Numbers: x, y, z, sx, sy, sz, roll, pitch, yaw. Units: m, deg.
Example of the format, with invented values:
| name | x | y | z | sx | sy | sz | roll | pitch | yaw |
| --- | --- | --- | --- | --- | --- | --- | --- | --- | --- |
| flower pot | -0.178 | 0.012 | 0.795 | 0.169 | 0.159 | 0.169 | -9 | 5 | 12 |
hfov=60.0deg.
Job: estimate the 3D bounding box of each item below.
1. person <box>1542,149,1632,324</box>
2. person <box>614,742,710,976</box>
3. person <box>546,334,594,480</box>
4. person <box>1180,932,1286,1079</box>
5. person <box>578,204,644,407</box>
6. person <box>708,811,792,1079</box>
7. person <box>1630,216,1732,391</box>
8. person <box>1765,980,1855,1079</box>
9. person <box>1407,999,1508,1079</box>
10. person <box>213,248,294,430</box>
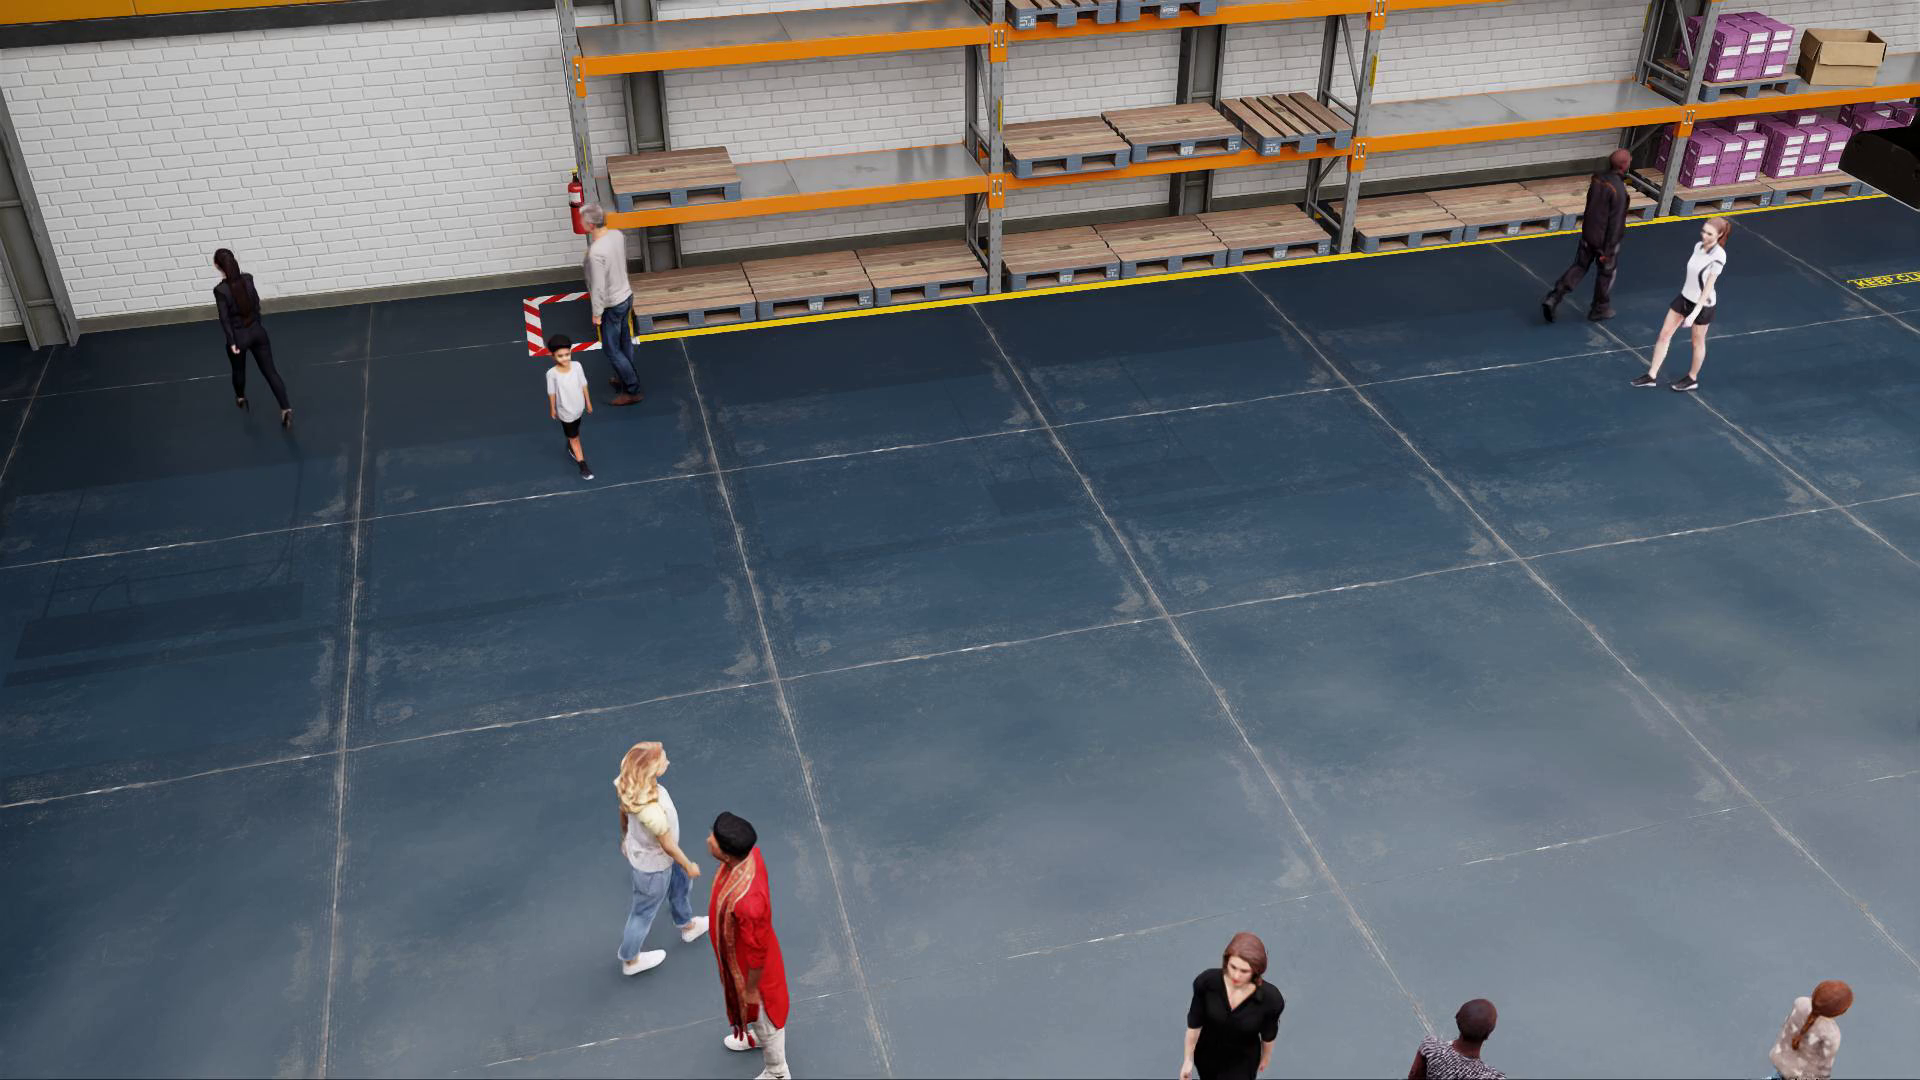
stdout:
| name | x | y | z | sx | sy | sz | roll | pitch | yaw |
| --- | --- | --- | --- | --- | --- | --- | --- | --- | --- |
| person | 6.207 | -2.965 | 16.356 | 1.167 | 1.805 | 0.799 | -14 | 36 | -20 |
| person | -1.799 | 1.832 | 9.239 | 0.968 | 1.693 | 0.770 | -19 | 38 | -26 |
| person | -3.347 | -1.192 | 14.206 | 0.862 | 1.230 | 0.719 | -19 | 38 | -26 |
| person | 1.340 | 2.502 | 8.252 | 1.052 | 1.670 | 1.068 | 15 | 36 | 21 |
| person | -3.141 | -2.139 | 15.021 | 0.891 | 1.906 | 0.882 | 11 | 35 | 16 |
| person | -1.070 | 2.122 | 8.635 | 0.589 | 1.880 | 0.676 | -7 | 34 | -11 |
| person | 6.797 | -2.135 | 15.177 | 0.884 | 1.726 | 0.598 | -11 | 35 | -16 |
| person | 4.223 | 2.657 | 8.456 | 0.682 | 1.185 | 0.493 | -9 | 35 | -14 |
| person | 2.182 | 2.852 | 7.658 | 0.997 | 1.745 | 1.219 | 29 | 43 | 36 |
| person | -6.203 | -1.734 | 14.628 | 1.048 | 1.667 | 1.073 | 23 | 40 | 31 |
